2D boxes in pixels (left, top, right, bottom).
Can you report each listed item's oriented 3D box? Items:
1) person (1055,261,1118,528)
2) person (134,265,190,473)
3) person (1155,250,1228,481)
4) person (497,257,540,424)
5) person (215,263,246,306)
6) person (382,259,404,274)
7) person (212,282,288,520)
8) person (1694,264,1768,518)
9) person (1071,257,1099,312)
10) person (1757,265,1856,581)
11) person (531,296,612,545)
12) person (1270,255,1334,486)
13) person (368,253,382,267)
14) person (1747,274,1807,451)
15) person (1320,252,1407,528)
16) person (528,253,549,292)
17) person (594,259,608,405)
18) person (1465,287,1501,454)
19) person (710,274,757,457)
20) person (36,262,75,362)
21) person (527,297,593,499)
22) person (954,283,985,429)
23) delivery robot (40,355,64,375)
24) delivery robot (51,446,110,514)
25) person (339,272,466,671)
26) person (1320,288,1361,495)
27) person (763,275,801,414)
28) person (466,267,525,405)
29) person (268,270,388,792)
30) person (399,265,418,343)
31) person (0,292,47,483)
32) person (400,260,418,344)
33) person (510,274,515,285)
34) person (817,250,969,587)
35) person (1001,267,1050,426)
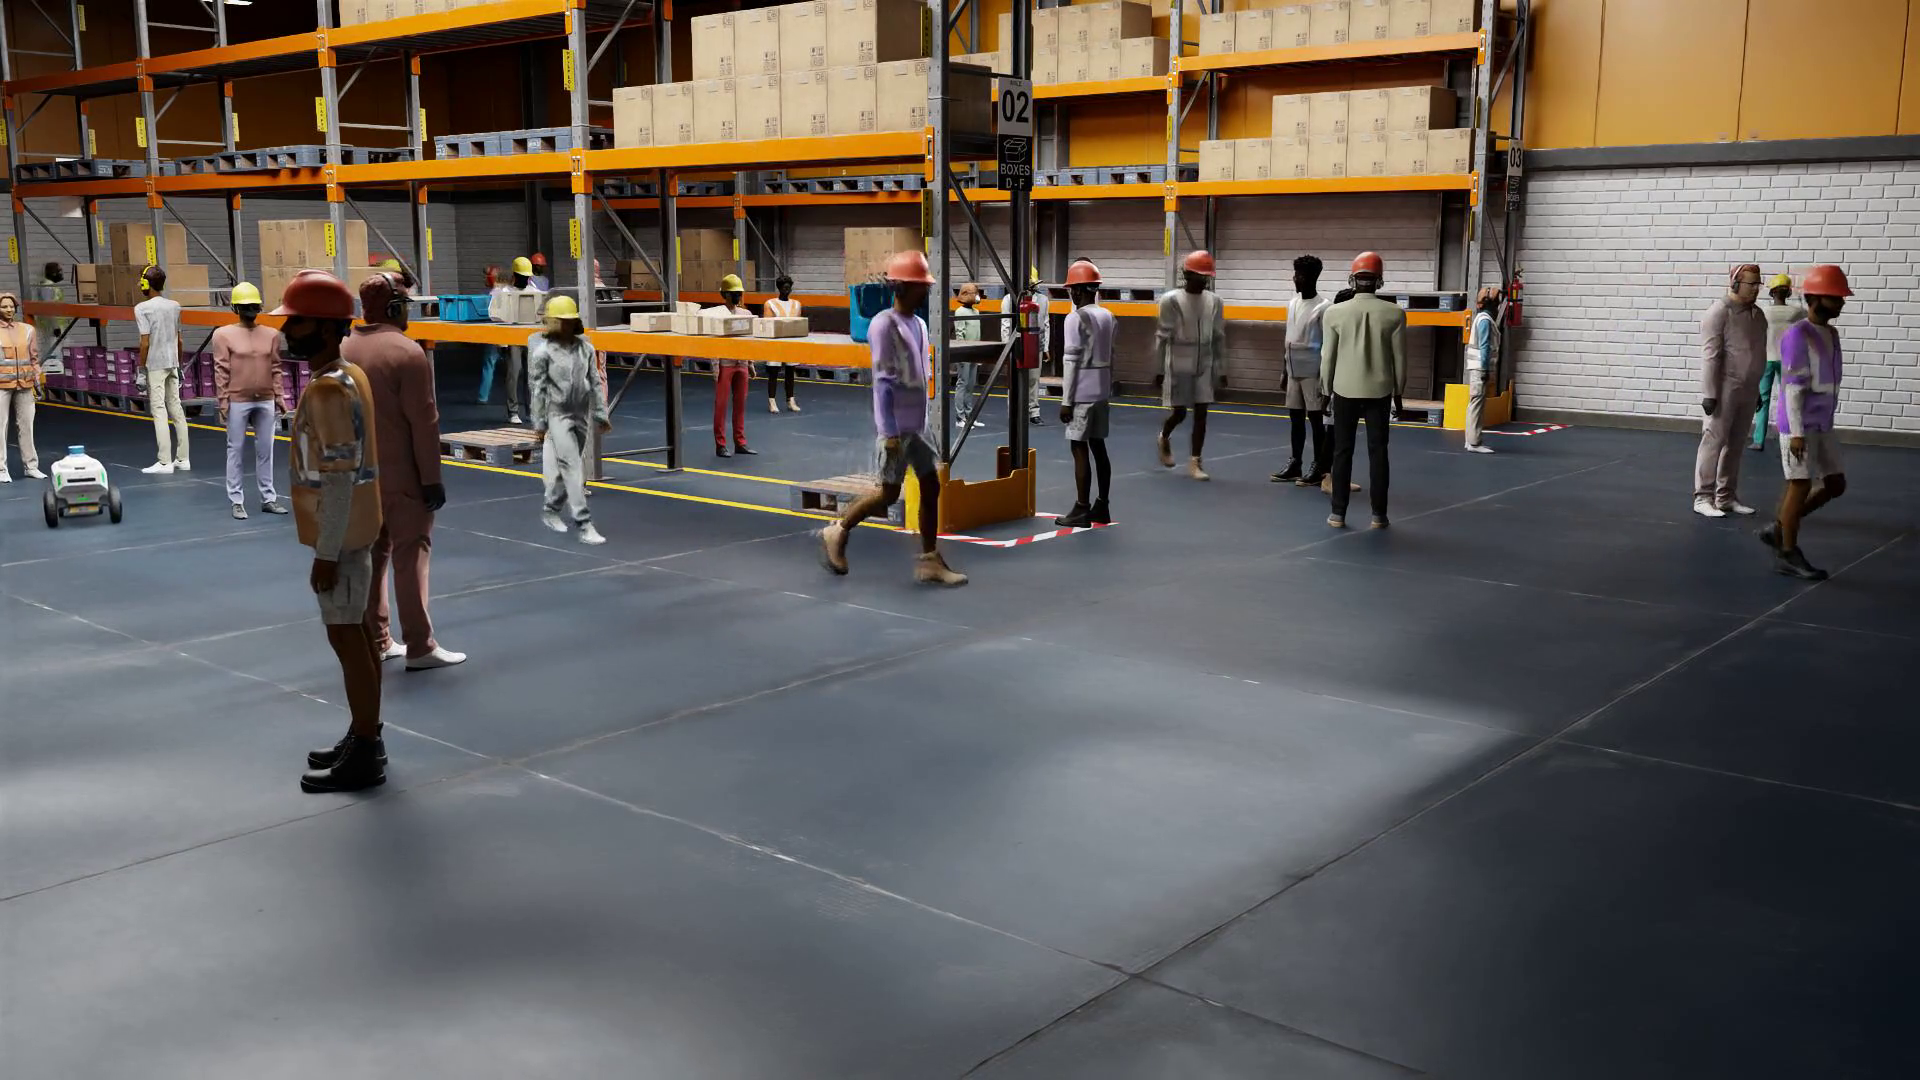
[{"bbox_3d":[0.905,-1.058,12.129,0.382,1.932,0.541,8,13,38],"label":"person"},{"bbox_3d":[-7.211,-1.532,14.987,0.328,1.872,0.511,3,10,18],"label":"person"},{"bbox_3d":[1.991,-1.531,14.608,0.665,2.009,0.684,-3,10,-17],"label":"person"},{"bbox_3d":[-5.054,-2.300,19.229,0.378,1.918,0.585,9,13,42],"label":"person"},{"bbox_3d":[-9.964,-2.924,23.019,0.599,1.832,0.403,-9,14,-43],"label":"person"},{"bbox_3d":[-7.566,-2.738,21.818,0.587,1.894,0.844,6,12,33],"label":"person"},{"bbox_3d":[-5.330,-1.047,12.521,0.321,1.769,0.523,9,13,41],"label":"person"},{"bbox_3d":[5.858,-1.123,12.565,0.652,1.904,0.402,-6,12,-31],"label":"person"},{"bbox_3d":[1.448,-2.319,19.336,0.388,1.919,0.594,2,10,14],"label":"person"},{"bbox_3d":[5.172,-0.709,10.151,0.552,1.922,0.451,-6,12,-32],"label":"person"},{"bbox_3d":[-2.738,-0.851,11.586,0.891,1.702,0.487,8,13,40],"label":"person"},{"bbox_3d":[2.956,-1.441,14.208,0.369,1.963,0.601,-5,11,-27],"label":"person"},{"bbox_3d":[-8.431,-3.140,23.939,1.037,1.933,0.643,6,12,30],"label":"person"},{"bbox_3d":[8.126,-1.760,16.585,0.525,1.769,0.327,2,10,13],"label":"person"},{"bbox_3d":[2.914,-1.077,12.042,0.612,1.995,0.382,2,10,11],"label":"person"},{"bbox_3d":[-6.805,-3.655,26.880,0.353,1.941,0.543,5,11,26],"label":"person"},{"bbox_3d":[-4.221,-2.264,19.052,0.410,1.909,0.643,-1,10,-5],"label":"person"},{"bbox_3d":[5.185,-1.684,16.504,0.315,1.641,0.514,2,10,14],"label":"person"},{"bbox_3d":[-2.207,-1.691,16.195,0.315,1.769,0.525,9,14,42],"label":"person"},{"bbox_3d":[-12.971,-3.066,23.852,0.440,1.822,0.641,-2,10,-13],"label":"person"},{"bbox_3d":[-3.220,-1.140,13.429,0.507,1.633,0.275,-1,10,-5],"label":"person"},{"bbox_3d":[0.101,-2.068,18.706,0.285,1.636,0.499,5,11,24],"label":"person"},{"bbox_3d":[-12.460,-2.304,22.858,0.477,0.478,0.707,-6,11,-28],"label":"delivery robot"},{"bbox_3d":[-6.532,-0.455,12.332,0.477,0.478,0.707,-6,11,-30],"label":"delivery robot"},{"bbox_3d":[-2.715,-0.326,8.013,0.637,1.911,0.403,6,12,30],"label":"person"},{"bbox_3d":[3.159,-1.216,13.685,0.316,1.695,0.542,7,12,35],"label":"person"},{"bbox_3d":[-2.170,-2.404,20.457,0.531,1.692,0.320,-7,12,-33],"label":"person"},{"bbox_3d":[-5.868,-2.600,21.321,0.999,1.794,0.576,3,10,16],"label":"person"},{"bbox_3d":[-2.350,-0.032,6.242,0.343,1.942,0.548,-2,10,-14],"label":"person"},{"bbox_3d":[-7.589,-2.808,22.458,0.835,1.806,0.645,3,10,18],"label":"person"},{"bbox_3d":[-8.253,-1.326,14.470,0.308,1.641,0.514,7,12,33],"label":"person"},{"bbox_3d":[-8.514,-3.350,25.434,0.535,1.846,0.747,0,10,-2],"label":"person"},{"bbox_3d":[-6.915,-3.367,26.112,0.498,1.633,0.285,-3,10,-15],"label":"person"},{"bbox_3d":[-0.405,-0.719,9.961,0.882,2.018,0.615,5,11,28],"label":"person"},{"bbox_3d":[0.754,-2.201,18.896,0.590,1.836,0.404,-3,11,-19],"label":"person"}]
